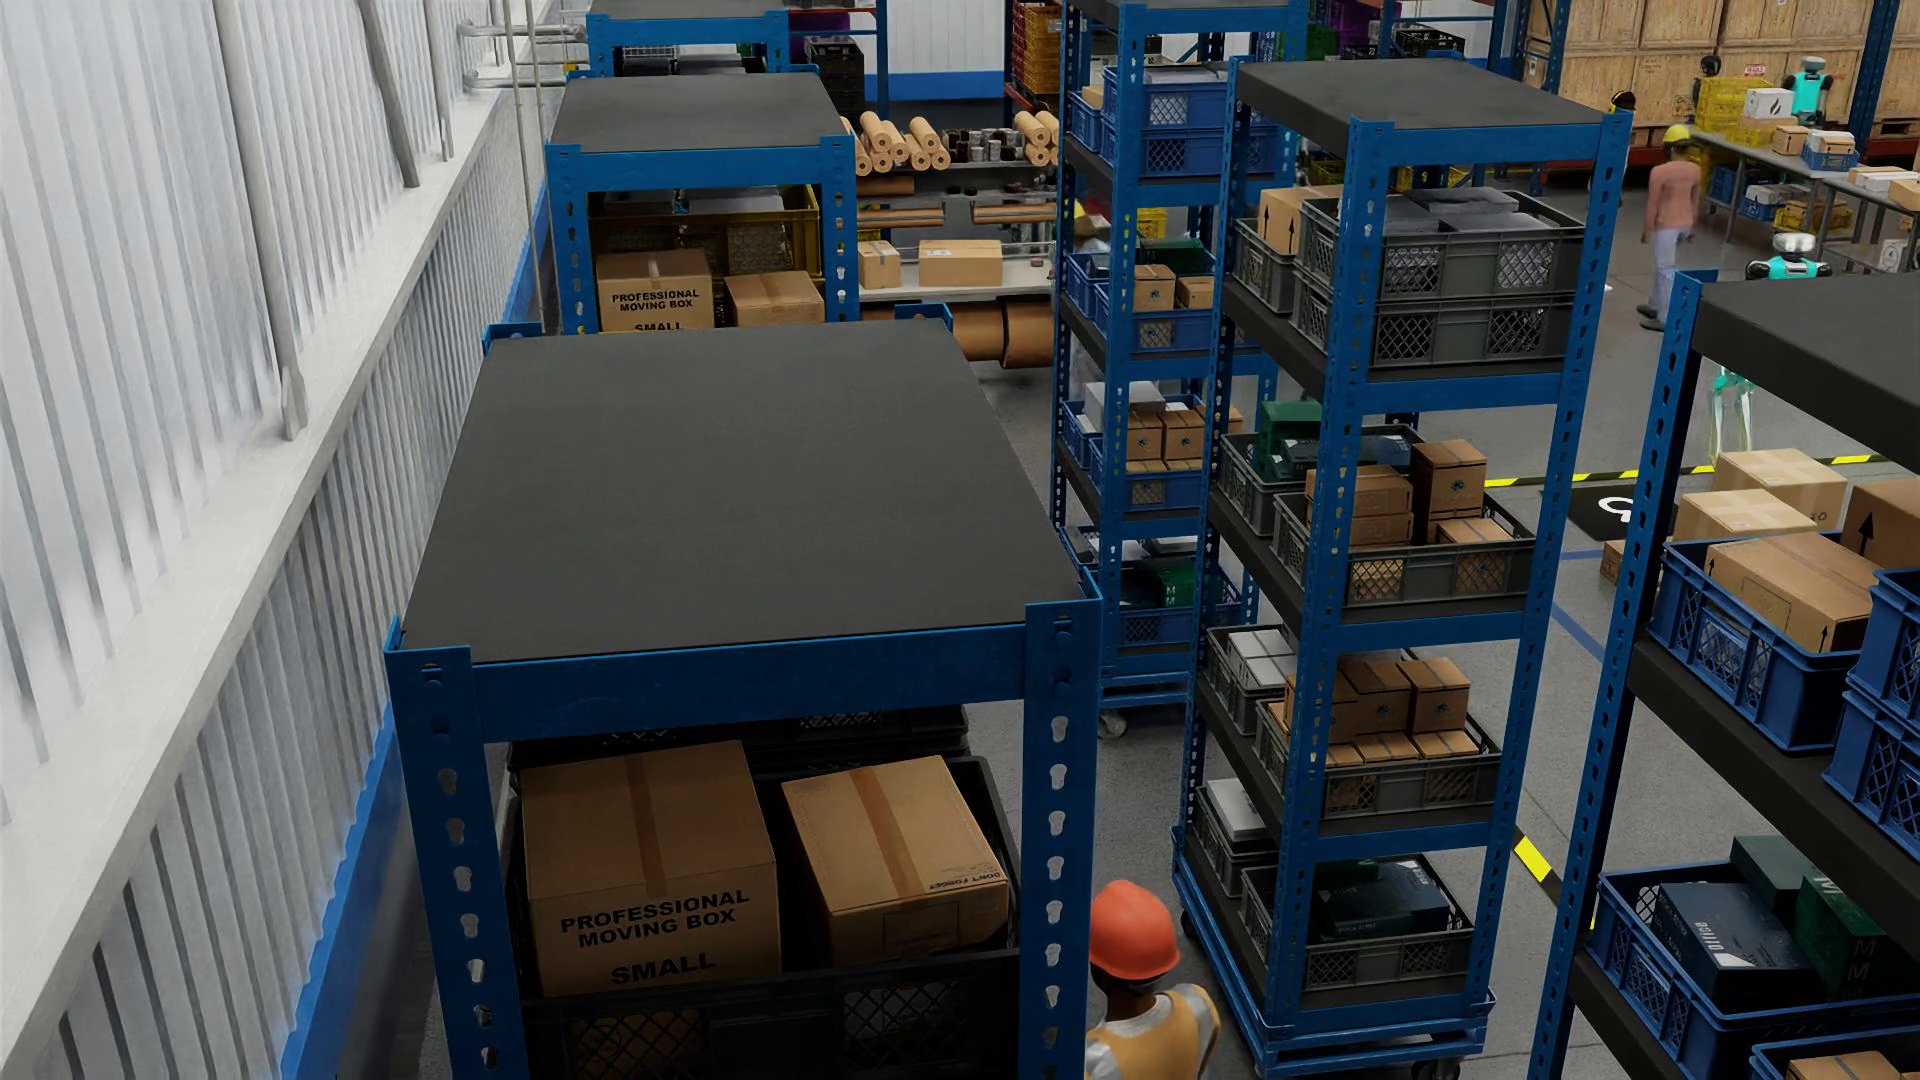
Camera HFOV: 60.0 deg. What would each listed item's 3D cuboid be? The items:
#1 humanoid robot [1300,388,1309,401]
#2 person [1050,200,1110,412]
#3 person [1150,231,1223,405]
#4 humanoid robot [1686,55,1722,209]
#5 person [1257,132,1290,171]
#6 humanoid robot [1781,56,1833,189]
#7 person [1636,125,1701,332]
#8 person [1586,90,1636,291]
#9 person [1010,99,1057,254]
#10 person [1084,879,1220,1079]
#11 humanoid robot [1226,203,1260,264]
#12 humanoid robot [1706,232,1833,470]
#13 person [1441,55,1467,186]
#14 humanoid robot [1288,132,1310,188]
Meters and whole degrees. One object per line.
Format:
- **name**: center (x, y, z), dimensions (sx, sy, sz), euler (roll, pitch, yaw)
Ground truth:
- **humanoid robot**: center (2.789, -1.713, 12.403), dimensions (0.819, 1.630, 0.595), euler (-8, 26, -17)
- **person**: center (0.900, -1.661, 12.176), dimensions (0.508, 1.708, 0.574), euler (10, 27, 21)
- **person**: center (1.476, -1.097, 10.788), dimensions (0.587, 1.853, 0.373), euler (-1, 25, -3)
- **humanoid robot**: center (8.219, -4.505, 18.393), dimensions (0.375, 1.647, 0.588), euler (8, 26, 18)
- **person**: center (2.650, -2.867, 14.474), dimensions (0.618, 1.997, 1.006), euler (-6, 25, -14)
- **humanoid robot**: center (9.012, -4.176, 17.684), dimensions (0.531, 1.804, 0.800), euler (-2, 25, -3)
- **person**: center (6.163, -2.700, 14.436), dimensions (0.525, 1.712, 0.632), euler (-11, 27, -22)
- **person**: center (5.961, -3.192, 15.329), dimensions (0.509, 1.866, 0.332), euler (-19, 31, -36)
- **person**: center (0.694, -2.978, 14.858), dimensions (0.528, 1.868, 0.310), euler (8, 26, 18)
- **person**: center (0.418, 1.750, 4.498), dimensions (0.550, 1.936, 0.353), euler (-21, 32, -38)
- **humanoid robot**: center (2.350, -2.240, 13.509), dimensions (0.596, 1.632, 0.609), euler (-13, 28, -25)
- **humanoid robot**: center (5.363, -1.306, 11.221), dimensions (0.533, 1.676, 0.735), euler (1, 25, 2)
- **person**: center (5.103, -4.189, 17.536), dimensions (0.342, 1.839, 0.498), euler (-14, 28, -27)
- **humanoid robot**: center (3.108, -3.283, 15.691), dimensions (0.530, 1.767, 0.875), euler (-5, 25, -11)
